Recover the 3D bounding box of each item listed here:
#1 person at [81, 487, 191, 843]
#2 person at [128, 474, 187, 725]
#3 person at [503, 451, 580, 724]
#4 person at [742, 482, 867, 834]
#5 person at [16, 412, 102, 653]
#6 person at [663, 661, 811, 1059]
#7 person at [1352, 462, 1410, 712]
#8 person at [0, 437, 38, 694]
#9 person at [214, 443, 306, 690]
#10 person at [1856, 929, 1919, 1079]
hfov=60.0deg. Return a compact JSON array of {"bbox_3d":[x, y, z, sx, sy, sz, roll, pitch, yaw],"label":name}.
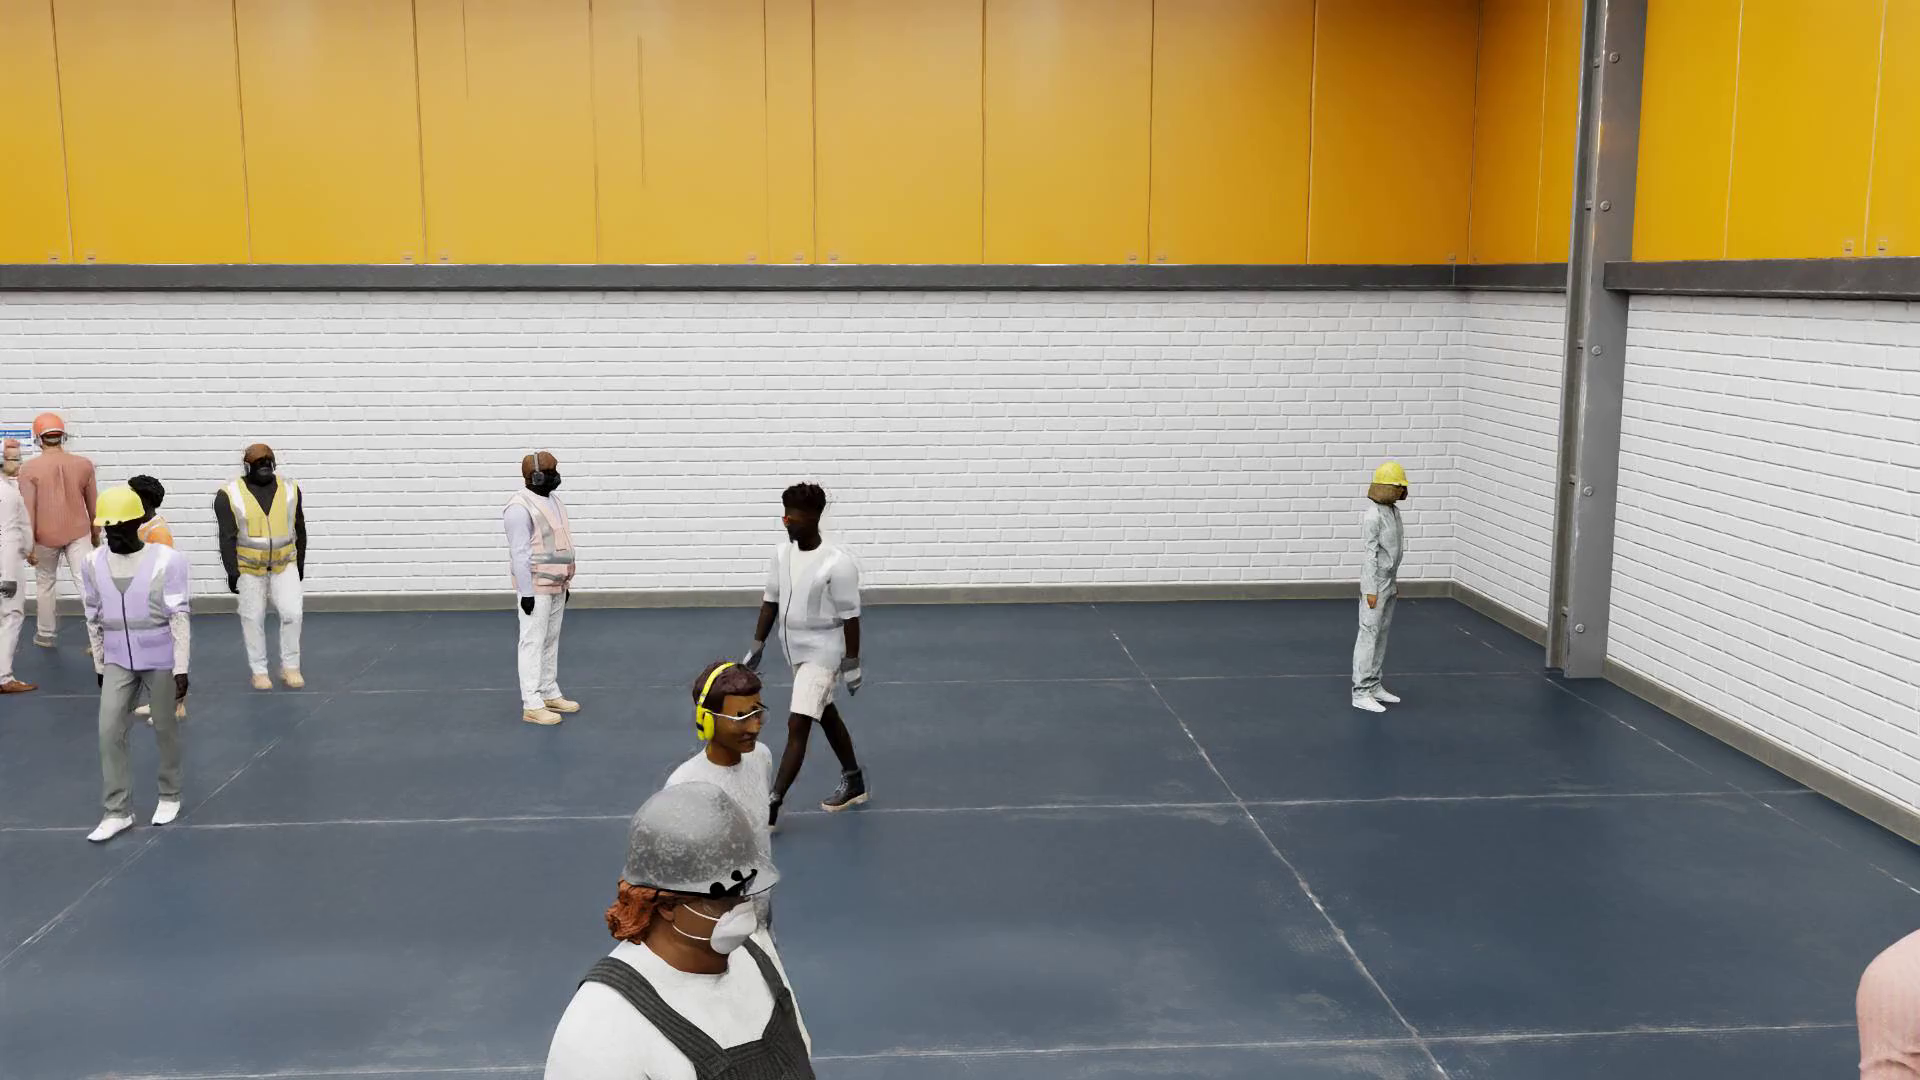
[{"bbox_3d":[-4.452,0.664,8.967,0.610,1.896,0.779,0,9,-2],"label":"person"},{"bbox_3d":[-5.465,0.400,11.280,0.319,1.697,0.533,-7,12,-39],"label":"person"},{"bbox_3d":[-2.837,0.316,11.355,0.429,1.844,0.621,2,9,10],"label":"person"},{"bbox_3d":[-0.875,0.639,9.163,1.017,1.888,0.603,-8,12,-40],"label":"person"},{"bbox_3d":[-7.201,-0.056,13.376,1.029,1.950,0.644,8,12,40],"label":"person"},{"bbox_3d":[-0.644,1.293,5.206,0.759,1.841,0.576,6,11,34],"label":"person"},{"bbox_3d":[2.969,0.318,11.652,0.324,1.743,0.491,6,11,34],"label":"person"},{"bbox_3d":[-7.008,0.202,11.976,0.699,1.877,0.631,8,12,42],"label":"person"},{"bbox_3d":[-5.058,0.205,12.126,0.633,1.826,0.563,-7,11,-35],"label":"person"},{"bbox_3d":[2.276,1.513,3.642,0.651,1.904,0.403,-1,9,-7],"label":"person"}]
